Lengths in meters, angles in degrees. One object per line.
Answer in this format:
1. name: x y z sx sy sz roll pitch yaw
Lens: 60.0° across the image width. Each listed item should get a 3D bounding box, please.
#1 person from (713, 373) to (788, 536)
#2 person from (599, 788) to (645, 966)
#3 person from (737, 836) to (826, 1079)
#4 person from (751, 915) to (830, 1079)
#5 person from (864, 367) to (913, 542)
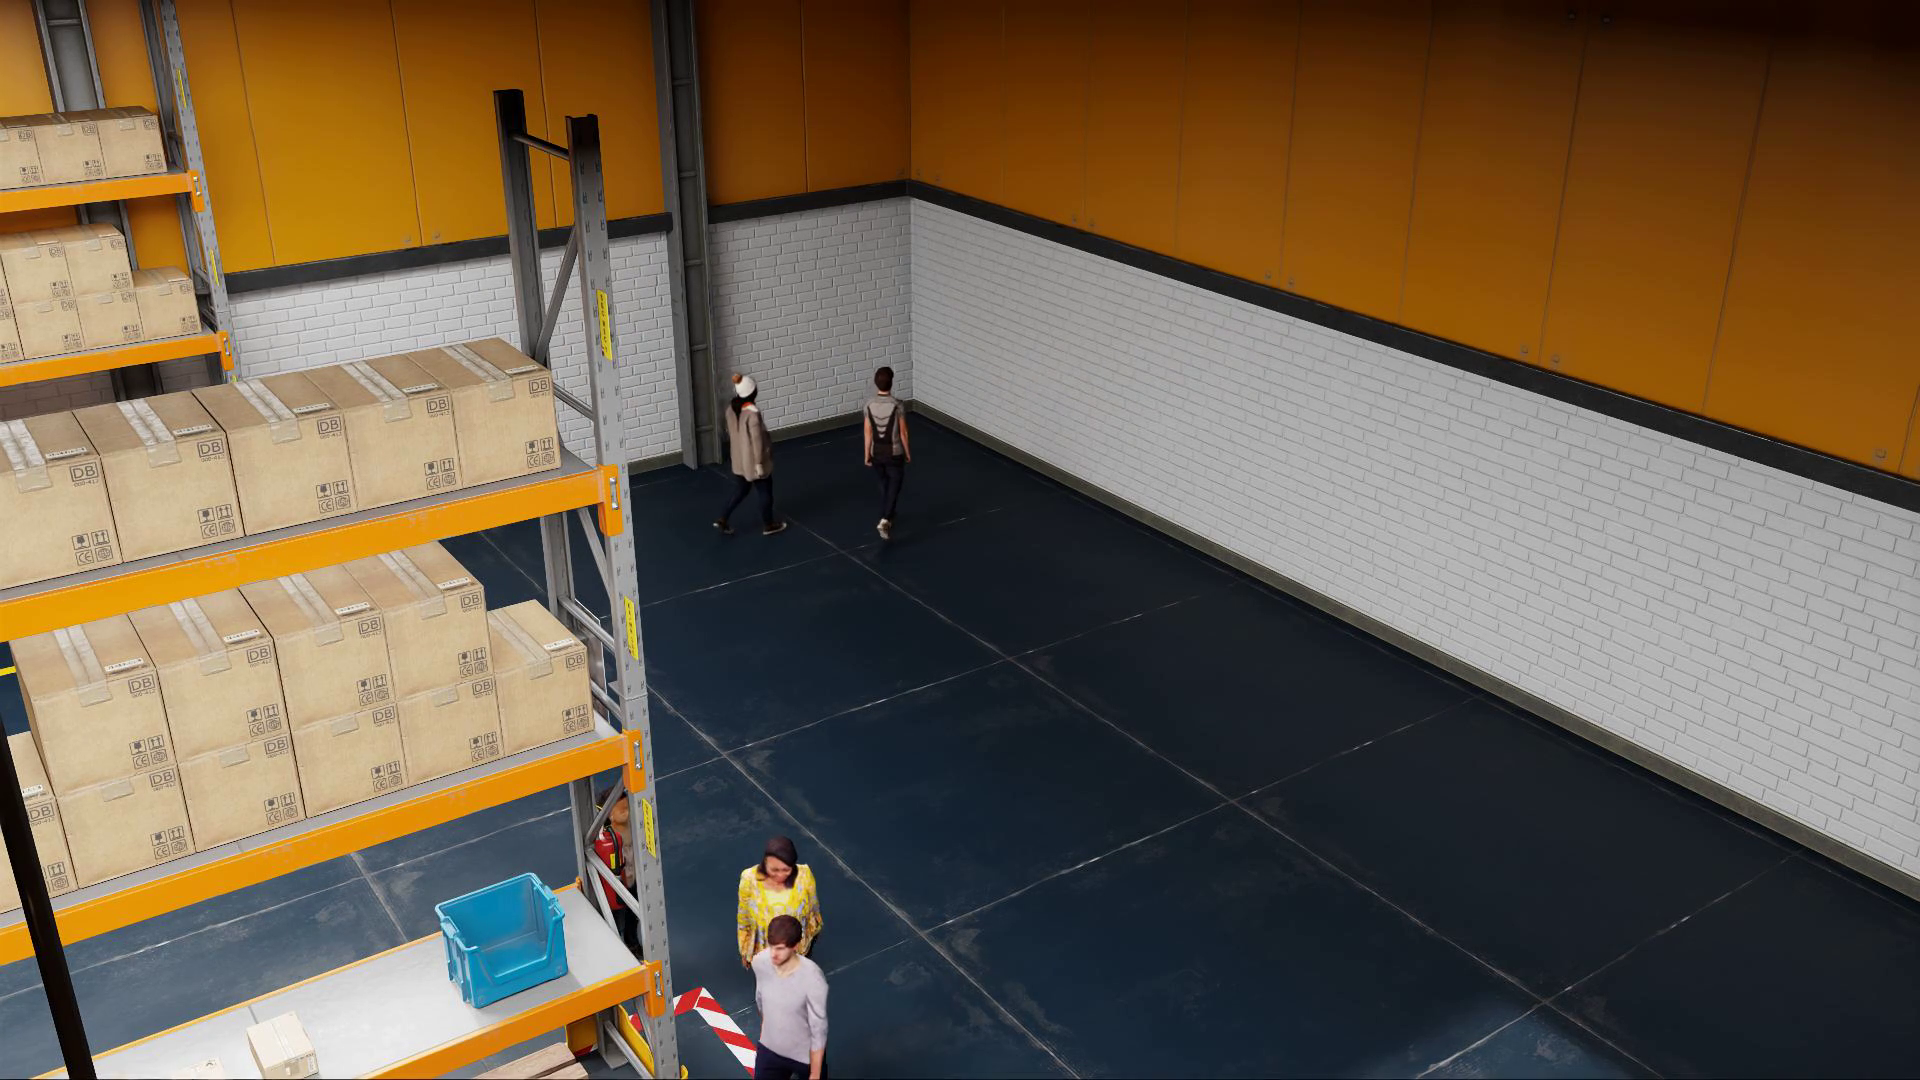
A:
1. person: -2.327 -0.883 17.801 1.069 1.868 0.775 -20 30 -38
2. person: -2.284 2.279 11.085 0.683 1.453 0.586 10 25 21
3. person: -1.116 2.490 10.421 1.097 1.598 1.061 -2 24 -4
4. person: -0.878 2.838 9.386 1.022 1.790 1.272 13 27 26
5. person: -0.790 -0.905 17.851 1.120 1.868 1.220 5 24 12
